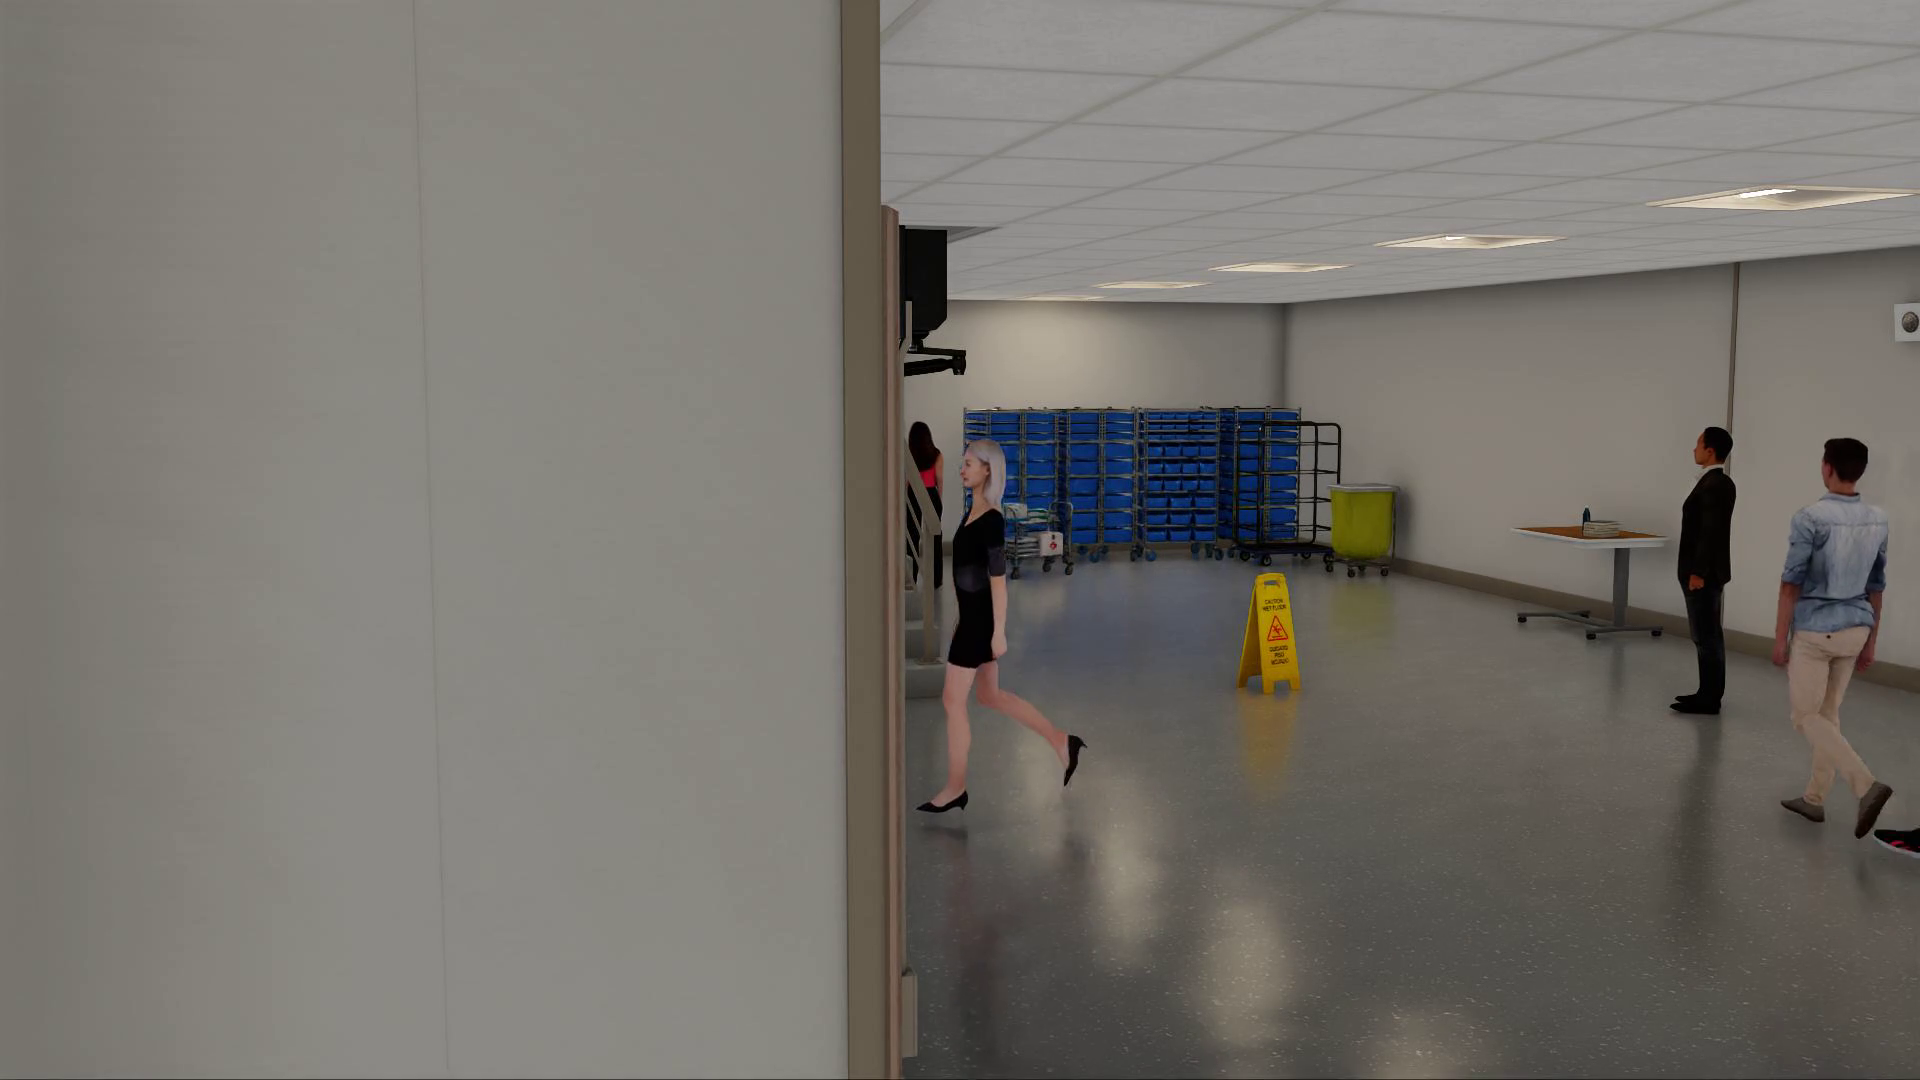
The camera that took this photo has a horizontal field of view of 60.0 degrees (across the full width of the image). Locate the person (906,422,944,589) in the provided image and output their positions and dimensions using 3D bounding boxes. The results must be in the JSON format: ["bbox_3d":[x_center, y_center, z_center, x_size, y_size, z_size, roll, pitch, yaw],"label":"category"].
[{"bbox_3d":[-0.377,-0.351,16.563,0.609,1.660,0.551,-1,6,-7],"label":"person"}]

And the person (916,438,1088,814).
[{"bbox_3d":[0.190,0.434,8.050,0.753,1.802,1.046,-1,6,-8],"label":"person"}]

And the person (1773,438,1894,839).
[{"bbox_3d":[4.055,0.461,7.657,0.678,1.827,1.052,-1,6,-10],"label":"person"}]

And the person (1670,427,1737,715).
[{"bbox_3d":[4.733,0.183,10.530,0.797,1.805,0.736,3,7,30],"label":"person"}]
